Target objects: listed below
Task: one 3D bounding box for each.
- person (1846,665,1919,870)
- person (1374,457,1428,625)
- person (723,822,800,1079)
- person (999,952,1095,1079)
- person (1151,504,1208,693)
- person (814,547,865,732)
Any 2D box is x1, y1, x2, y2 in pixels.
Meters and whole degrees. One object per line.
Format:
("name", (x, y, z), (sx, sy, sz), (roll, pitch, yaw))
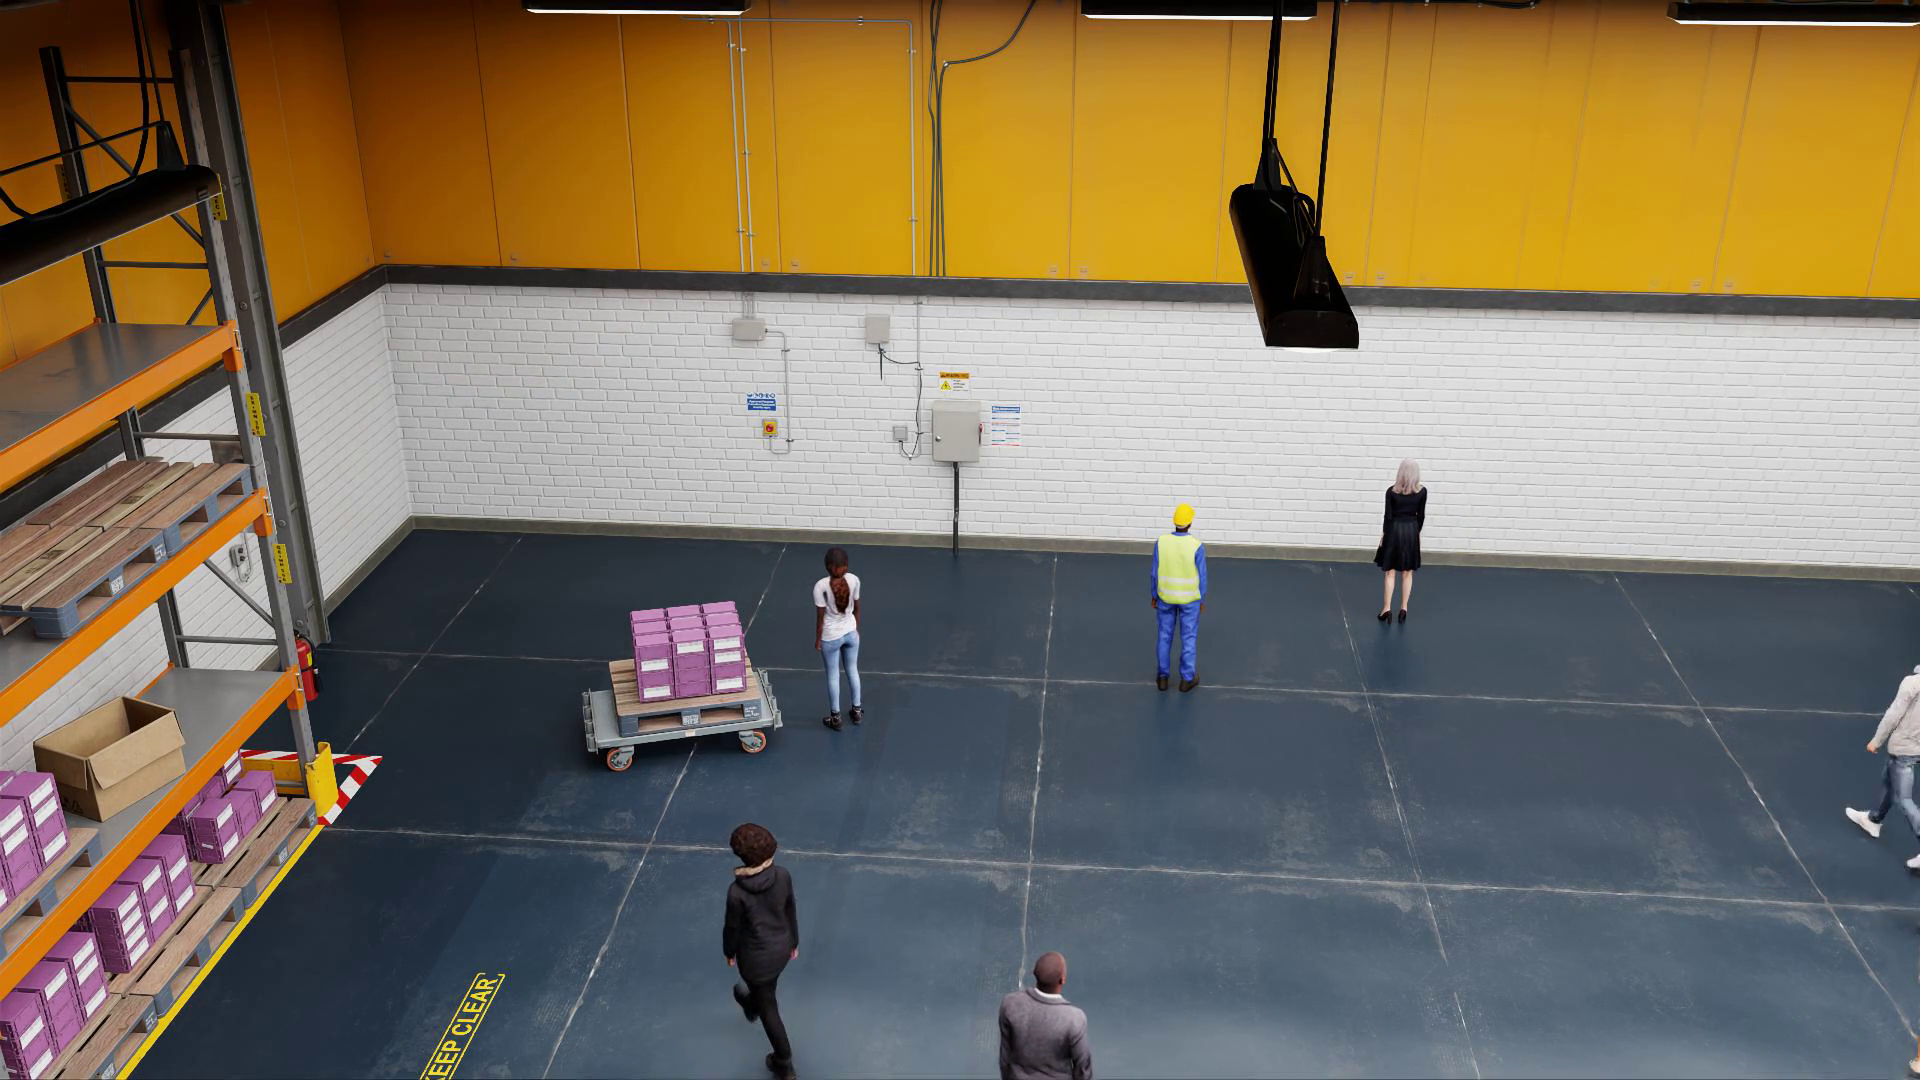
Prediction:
("person", (7.268, 1.633, 12.595), (1.035, 1.820, 1.291), (-10, 25, -21))
("person", (4.355, 0.001, 16.418), (0.623, 1.747, 0.599), (-1, 24, -3))
("person", (-1.194, 2.627, 10.441), (1.084, 1.724, 1.175), (-17, 29, -33))
("person", (0.454, 3.081, 9.288), (0.776, 1.815, 0.690), (9, 25, 19))
("person", (1.984, 0.515, 15.161), (0.707, 1.812, 0.633), (6, 24, 14))
("person", (-1.052, 0.846, 14.520), (0.669, 1.719, 0.699), (-13, 27, -27))
